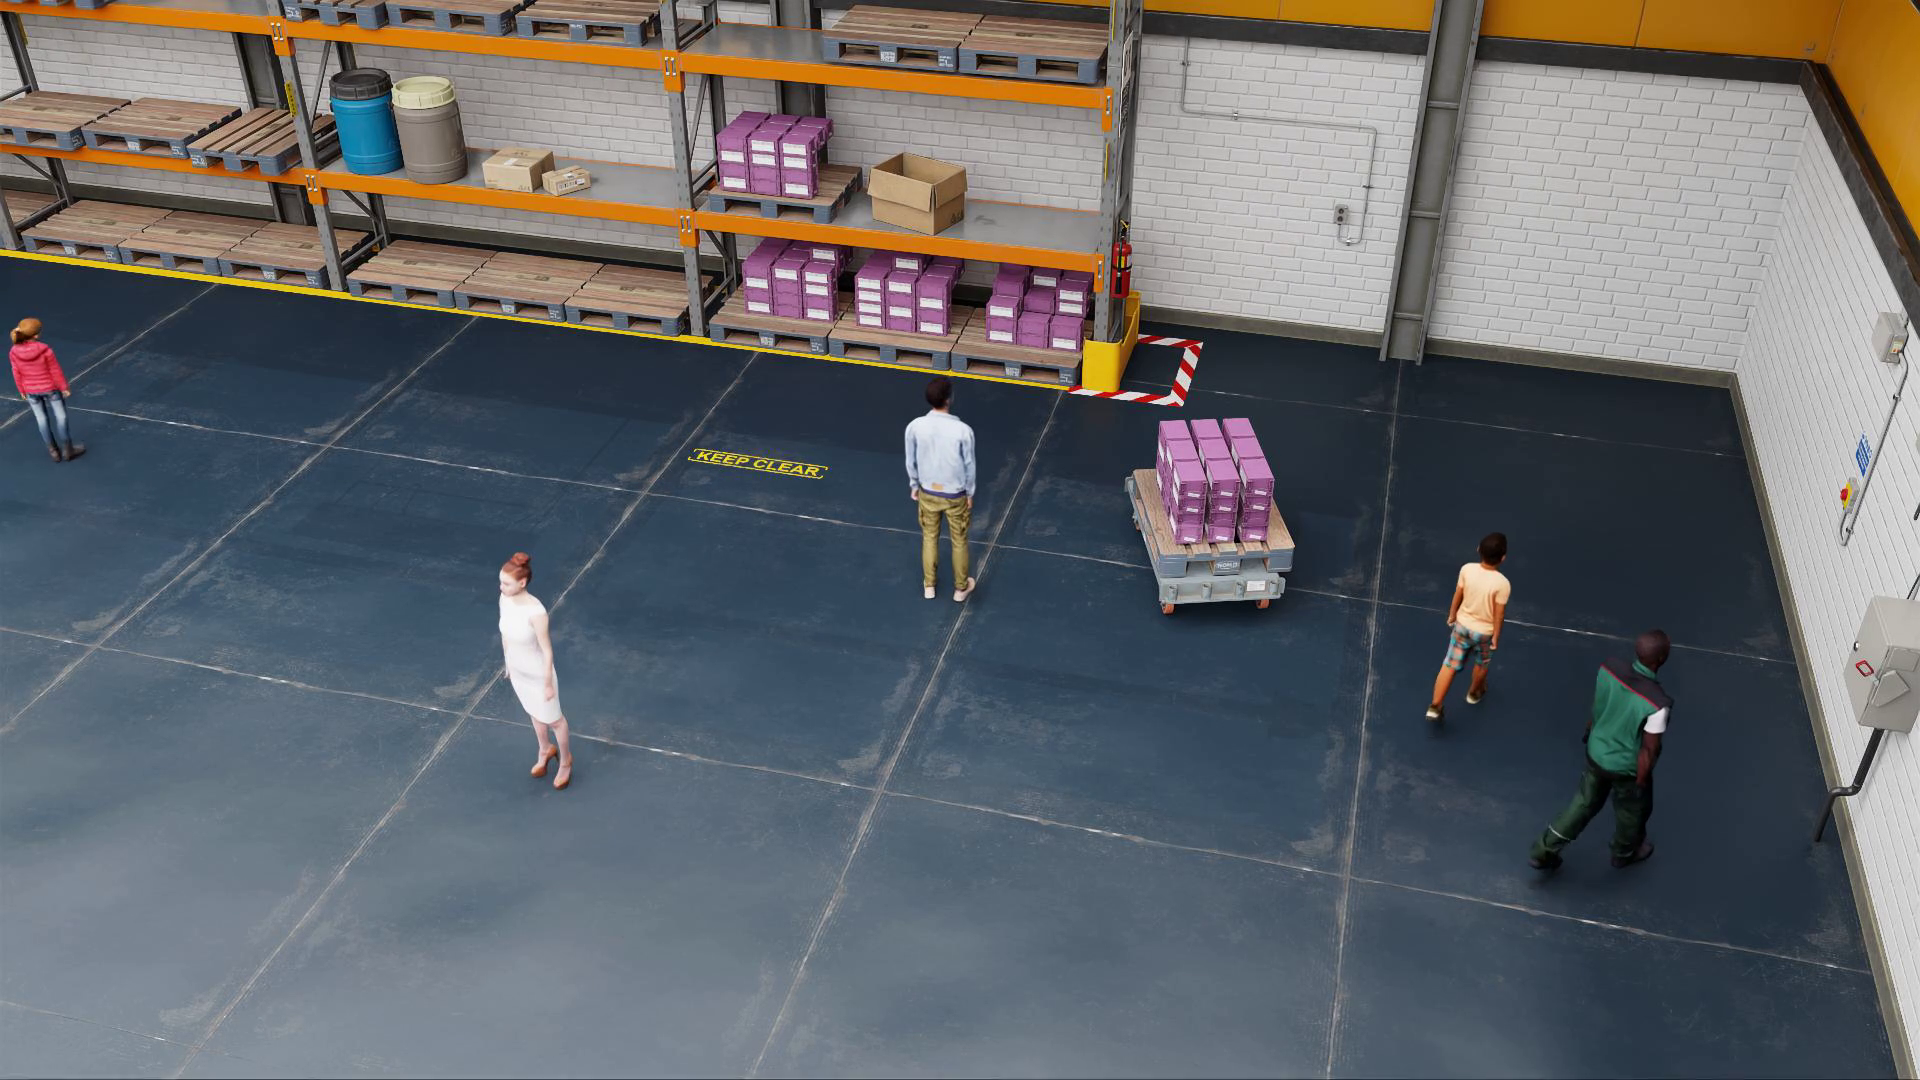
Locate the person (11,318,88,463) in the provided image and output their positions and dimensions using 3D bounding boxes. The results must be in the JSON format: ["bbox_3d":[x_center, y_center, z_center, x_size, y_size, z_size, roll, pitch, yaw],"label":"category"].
[{"bbox_3d":[-7.739,-1.262,14.033,0.574,1.311,0.676,-10,35,-15],"label":"person"}]

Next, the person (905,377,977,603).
[{"bbox_3d":[-0.121,-0.357,12.221,0.481,1.810,0.725,8,34,12],"label":"person"}]

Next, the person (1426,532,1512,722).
[{"bbox_3d":[3.410,0.606,11.104,0.961,1.442,0.846,23,40,31],"label":"person"}]

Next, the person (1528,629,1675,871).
[{"bbox_3d":[3.791,1.296,9.734,1.211,1.810,1.109,-15,36,-21],"label":"person"}]

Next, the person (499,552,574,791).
[{"bbox_3d":[-2.664,0.836,10.441,0.561,1.793,0.705,23,40,30],"label":"person"}]
